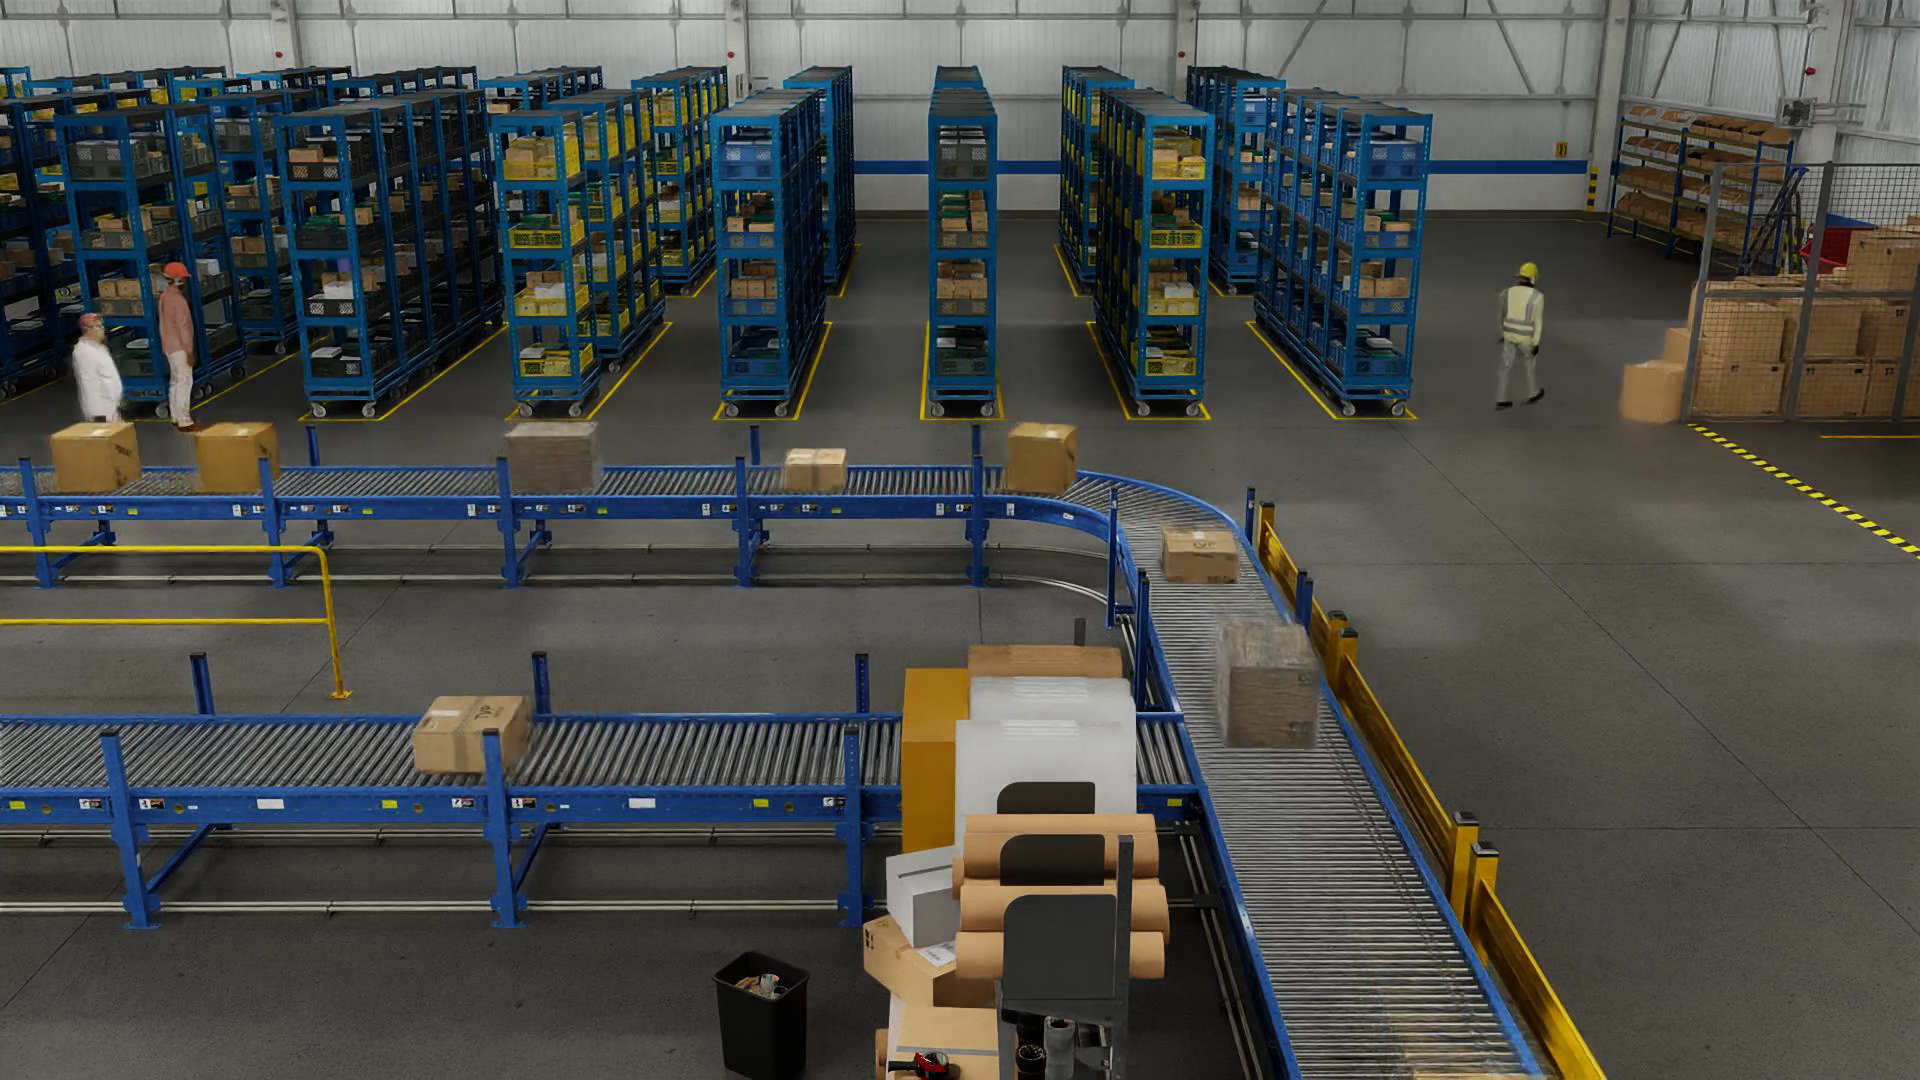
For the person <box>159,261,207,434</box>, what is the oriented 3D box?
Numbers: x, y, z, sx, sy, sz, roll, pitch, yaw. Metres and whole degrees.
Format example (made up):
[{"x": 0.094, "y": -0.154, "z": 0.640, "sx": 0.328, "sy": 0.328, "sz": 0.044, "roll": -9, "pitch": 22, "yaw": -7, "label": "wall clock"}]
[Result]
[{"x": -9.055, "y": -2.241, "z": 19.359, "sx": 0.448, "sy": 1.980, "sz": 0.624, "roll": -15, "pitch": 23, "yaw": -39, "label": "person"}]

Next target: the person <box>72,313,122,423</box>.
[{"x": -8.624, "y": -1.323, "z": 16.684, "sx": 0.447, "sy": 1.884, "sz": 0.695, "roll": -5, "pitch": 19, "yaw": -16, "label": "person"}]

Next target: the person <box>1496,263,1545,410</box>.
[{"x": 6.949, "y": -2.518, "z": 20.492, "sx": 0.902, "sy": 1.785, "sz": 0.625, "roll": -16, "pitch": 24, "yaw": -41, "label": "person"}]

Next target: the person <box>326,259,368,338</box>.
[{"x": -8.769, "y": -3.650, "z": 23.955, "sx": 0.597, "sy": 1.799, "sz": 0.926, "roll": 1, "pitch": 18, "yaw": 3, "label": "person"}]
